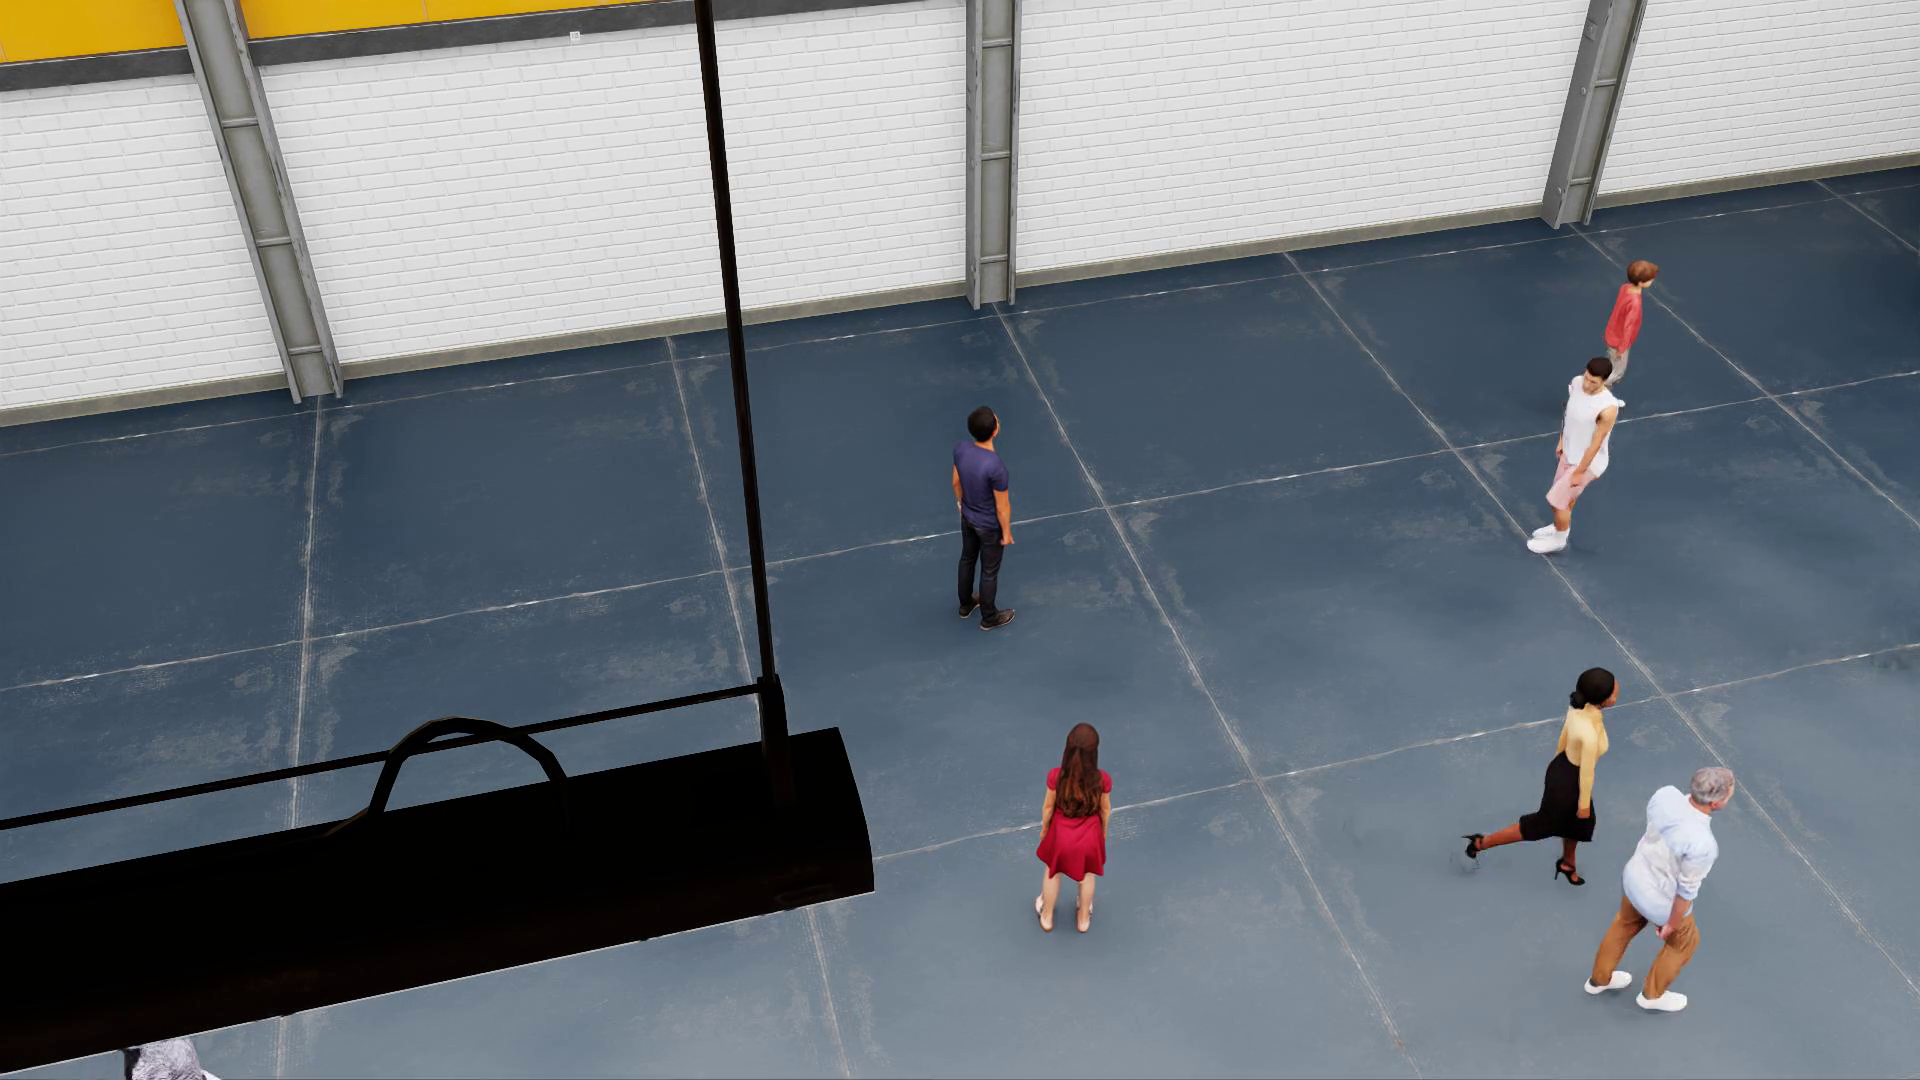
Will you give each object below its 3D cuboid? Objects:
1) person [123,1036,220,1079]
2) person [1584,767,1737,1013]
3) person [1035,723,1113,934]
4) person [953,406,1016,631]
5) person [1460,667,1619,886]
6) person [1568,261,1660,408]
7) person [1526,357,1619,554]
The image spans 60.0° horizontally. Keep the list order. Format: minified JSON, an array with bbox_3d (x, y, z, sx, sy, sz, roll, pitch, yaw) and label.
[{"bbox_3d":[-3.756,2.730,7.899,0.608,1.713,0.587,-10,40,-12],"label":"person"},{"bbox_3d":[3.675,1.880,8.886,0.700,1.807,0.679,-10,40,-12],"label":"person"},{"bbox_3d":[0.647,1.647,9.388,0.615,1.546,0.690,-1,39,-1],"label":"person"},{"bbox_3d":[0.145,-0.152,11.438,0.719,1.797,0.714,31,48,33],"label":"person"},{"bbox_3d":[3.419,1.415,9.616,1.081,1.623,0.881,10,40,12],"label":"person"},{"bbox_3d":[5.342,-1.658,13.641,0.829,1.403,0.655,1,39,2],"label":"person"},{"bbox_3d":[4.544,-0.602,12.038,0.694,1.752,0.675,1,39,2],"label":"person"}]
